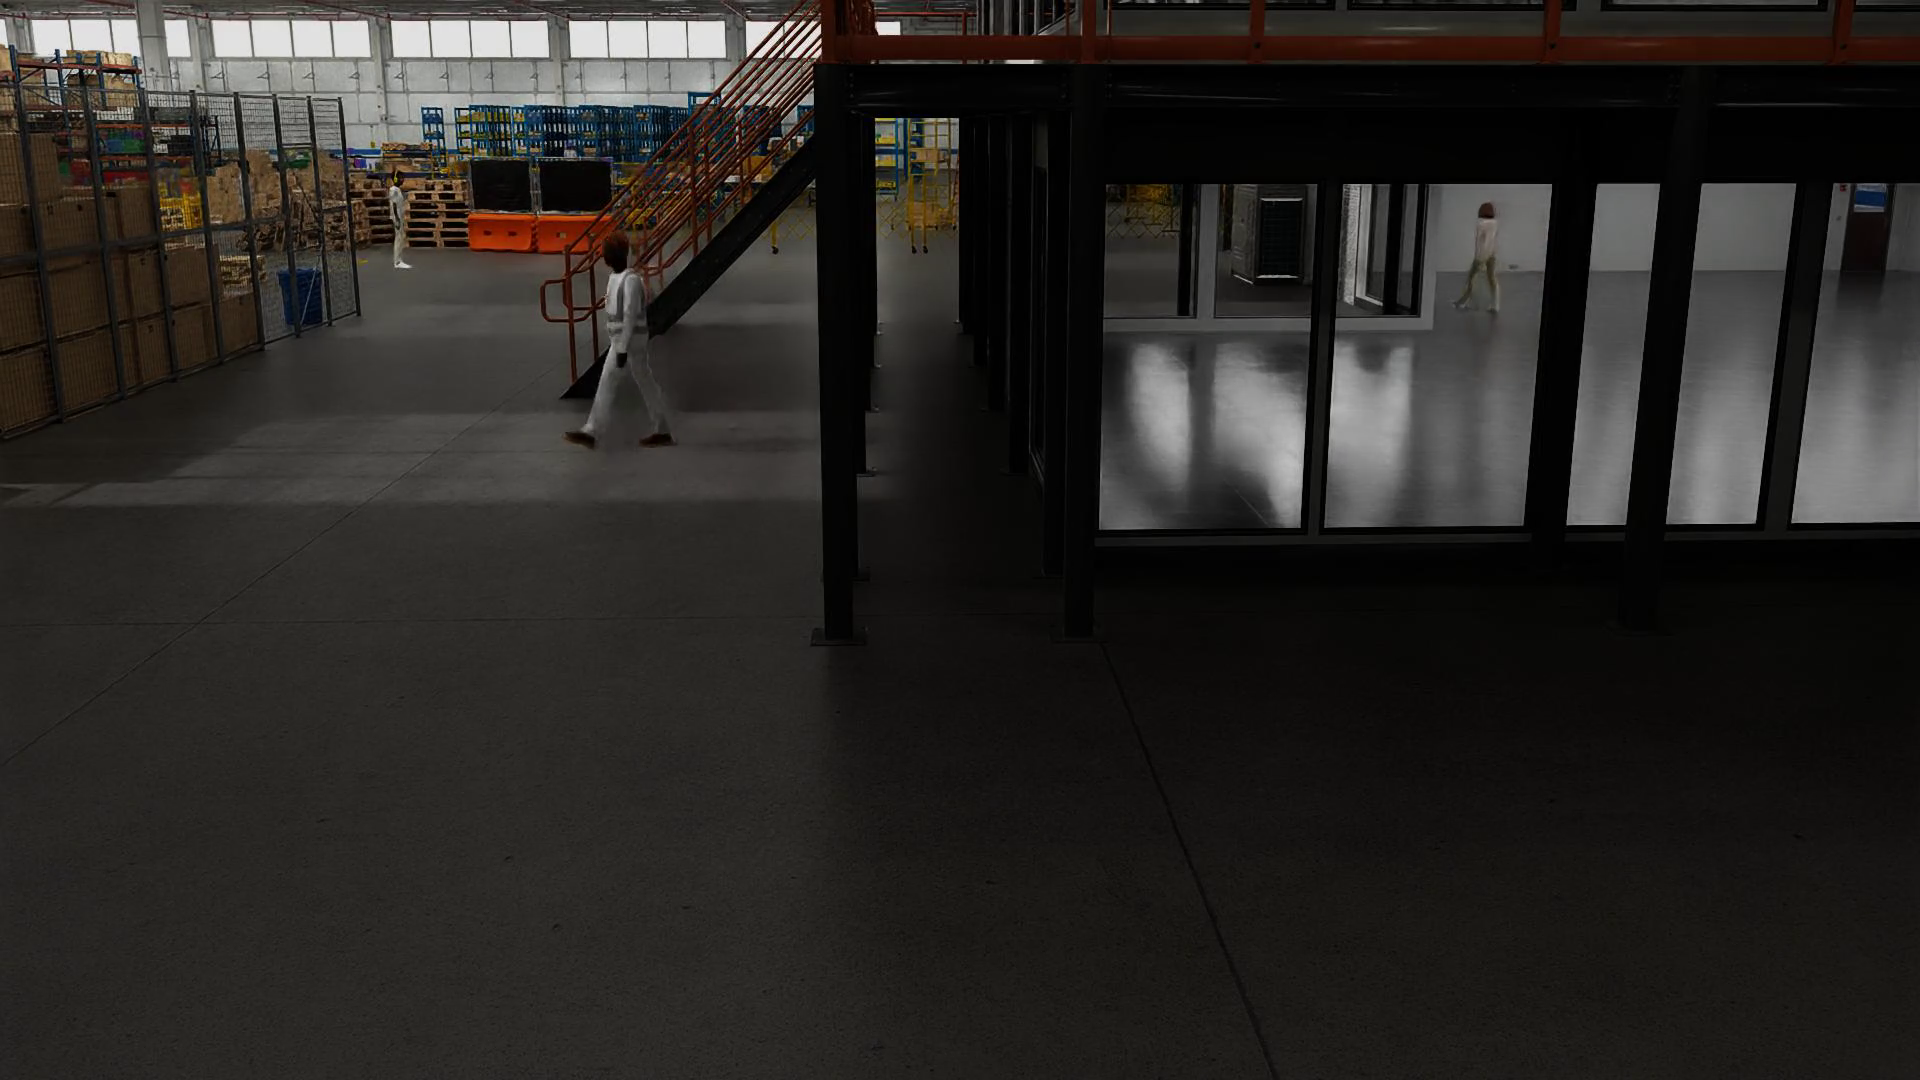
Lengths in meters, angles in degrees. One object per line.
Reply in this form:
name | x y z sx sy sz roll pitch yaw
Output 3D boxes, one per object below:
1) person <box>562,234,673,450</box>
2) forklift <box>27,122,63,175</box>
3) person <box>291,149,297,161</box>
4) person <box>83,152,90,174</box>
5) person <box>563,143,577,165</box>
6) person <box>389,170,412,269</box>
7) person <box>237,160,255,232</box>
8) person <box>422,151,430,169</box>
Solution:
person | -2.894 -1.658 14.076 0.969 1.829 0.606 -8 16 -30
forklift | -35.376 -14.773 64.377 1.129 2.768 1.873 -1 14 -2
person | -26.831 -14.846 66.946 0.540 1.748 0.544 -6 15 -21
person | -34.517 -14.562 66.032 0.540 1.652 0.857 -8 16 -28
person | -17.740 -17.109 75.684 0.615 1.897 0.988 -2 14 -9
person | -10.815 -6.173 32.067 0.309 1.864 0.535 -2 14 -10
person | -16.060 -7.578 37.475 0.366 1.966 0.607 -6 15 -24
person | -26.732 -18.893 83.017 0.740 1.811 0.582 -3 14 -12
